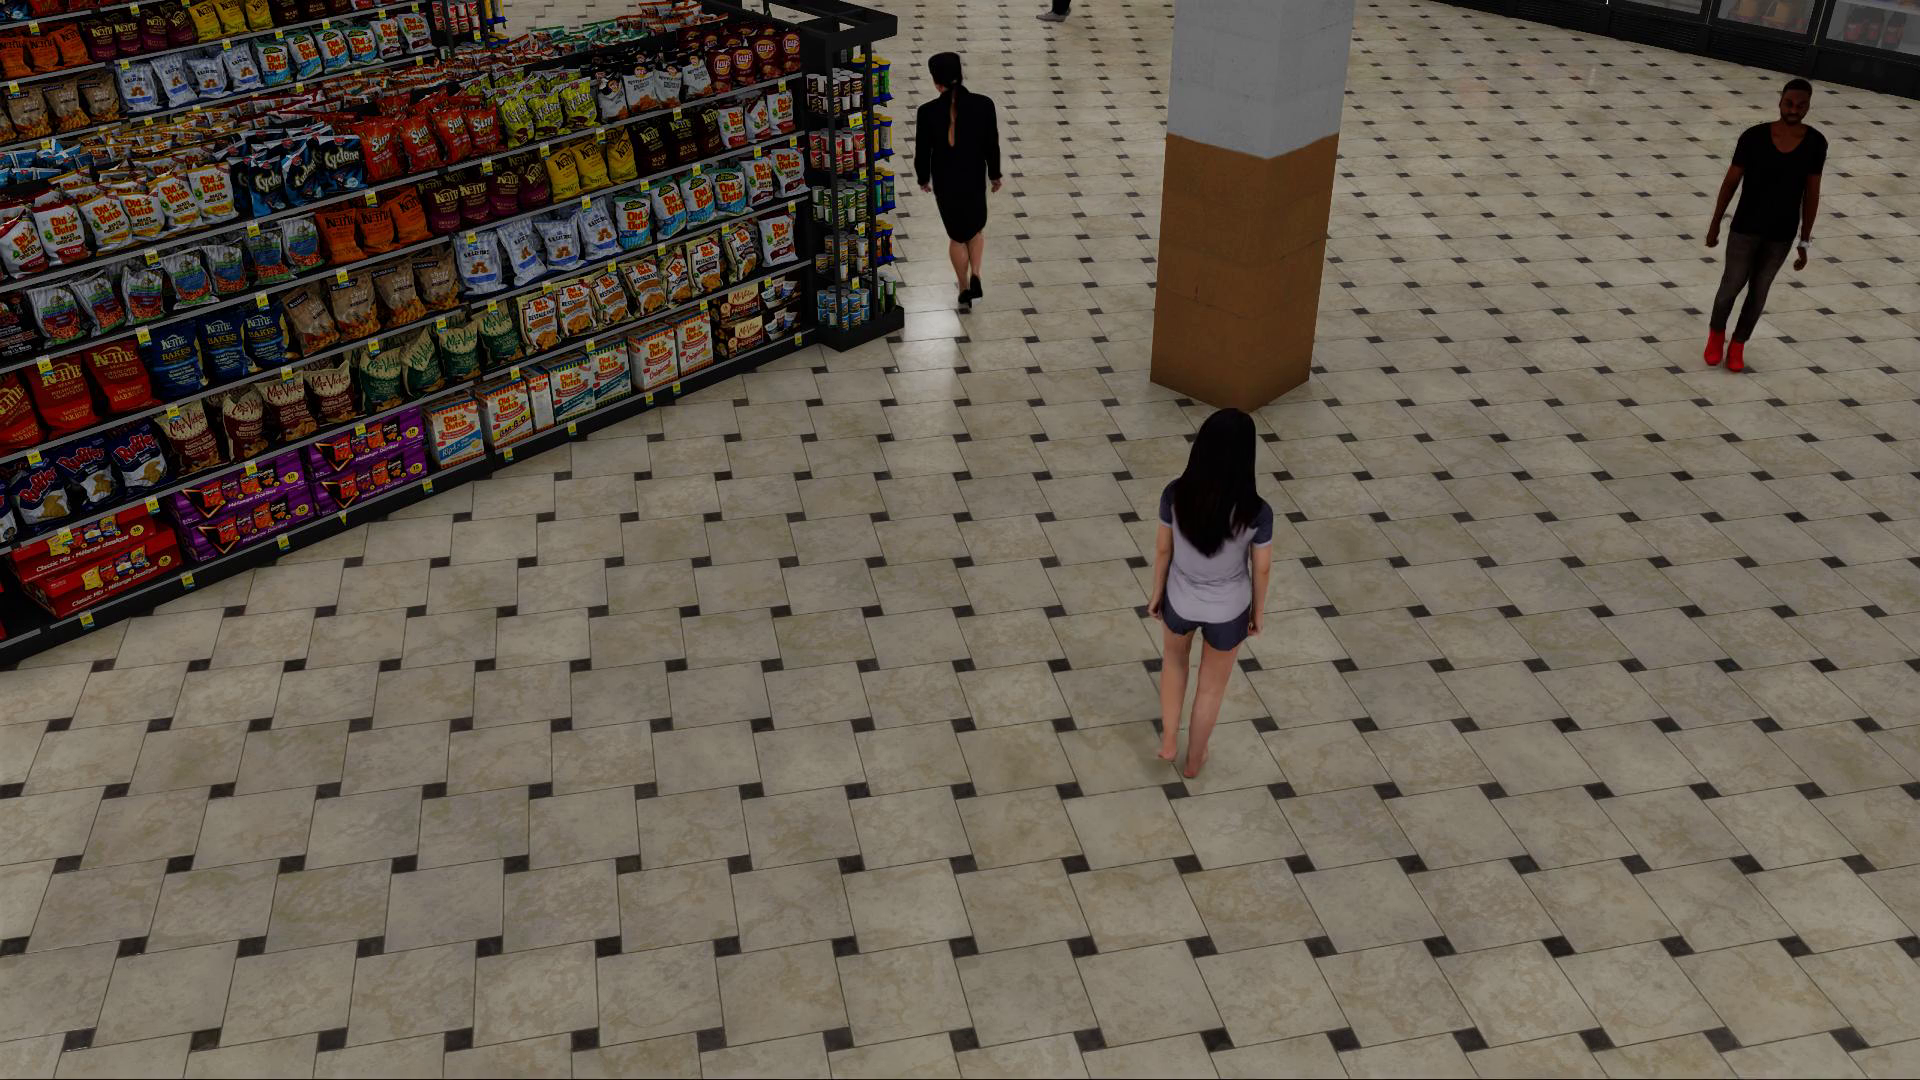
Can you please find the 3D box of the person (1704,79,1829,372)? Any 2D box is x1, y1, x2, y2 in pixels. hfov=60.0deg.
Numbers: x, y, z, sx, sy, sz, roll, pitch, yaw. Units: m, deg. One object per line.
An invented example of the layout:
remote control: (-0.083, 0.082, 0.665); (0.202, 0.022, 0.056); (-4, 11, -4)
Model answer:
person: (4.815, -1.900, 9.982); (0.794, 1.788, 0.785); (8, 33, 12)

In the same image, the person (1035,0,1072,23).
person: (1.074, -6.259, 16.936); (0.538, 1.843, 0.860); (-15, 35, -23)

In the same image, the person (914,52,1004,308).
person: (0.003, -2.242, 10.654); (0.826, 1.658, 0.909); (-2, 32, -4)

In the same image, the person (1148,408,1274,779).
person: (0.946, 0.284, 6.555); (0.716, 1.700, 0.738); (11, 34, 18)
